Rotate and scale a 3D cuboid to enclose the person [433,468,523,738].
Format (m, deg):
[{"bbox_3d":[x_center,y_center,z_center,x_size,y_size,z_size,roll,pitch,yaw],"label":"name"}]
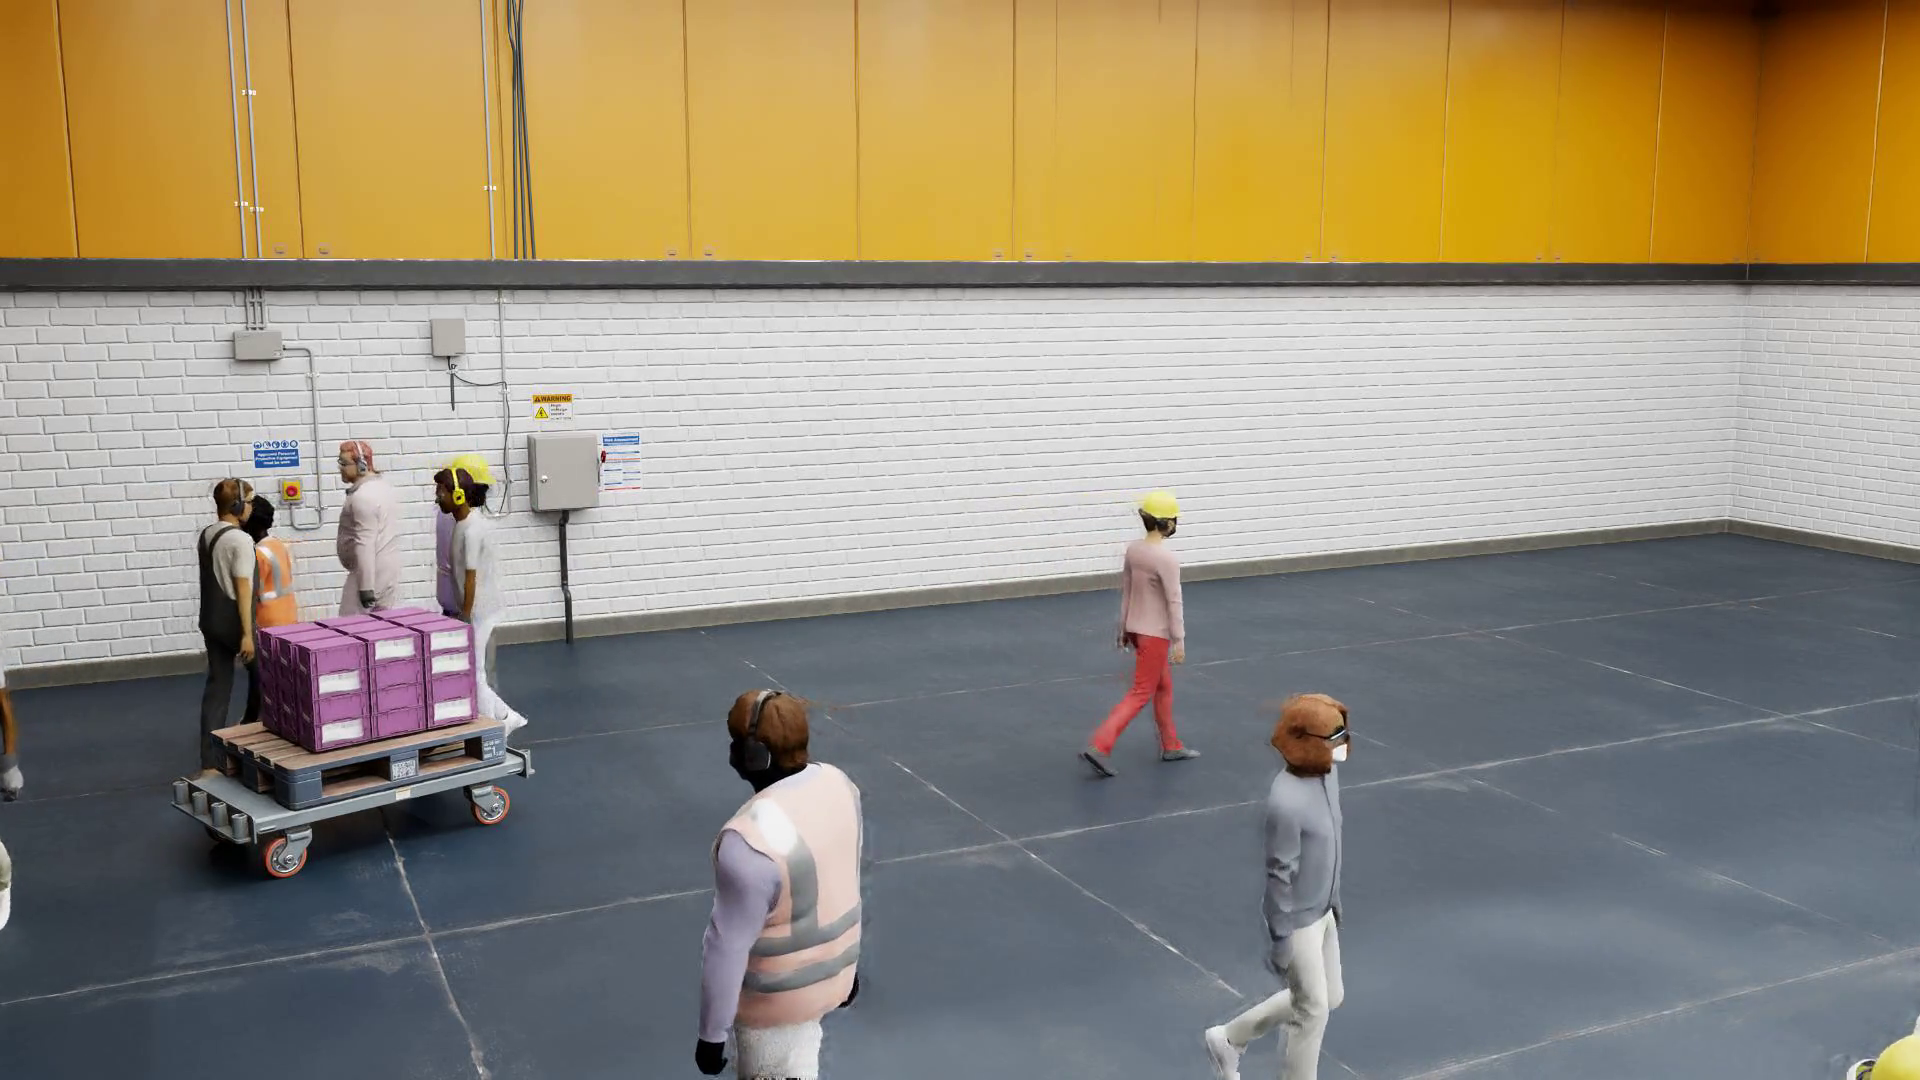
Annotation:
[{"bbox_3d":[-3.006,0.471,10.243,0.424,1.848,0.554,-4,10,-26],"label":"person"}]

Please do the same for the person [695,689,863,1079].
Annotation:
[{"bbox_3d":[-0.575,1.334,4.946,0.538,1.825,0.659,4,10,22],"label":"person"}]

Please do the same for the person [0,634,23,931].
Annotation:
[{"bbox_3d":[-4.389,0.958,7.263,0.524,1.844,0.838,-3,10,-19],"label":"person"}]

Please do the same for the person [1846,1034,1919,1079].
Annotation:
[{"bbox_3d":[1.571,1.682,2.935,0.946,1.776,0.612,5,10,28],"label":"person"}]

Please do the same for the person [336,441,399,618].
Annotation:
[{"bbox_3d":[-4.147,0.243,11.552,0.540,1.884,0.732,-1,9,-3],"label":"person"}]

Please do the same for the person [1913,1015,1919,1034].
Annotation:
[{"bbox_3d":[4.051,1.151,6.222,0.981,1.791,0.617,1,9,4],"label":"person"}]

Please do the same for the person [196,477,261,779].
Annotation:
[{"bbox_3d":[-4.269,0.528,10.021,0.534,1.803,0.882,6,11,34],"label":"person"}]

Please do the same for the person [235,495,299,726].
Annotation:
[{"bbox_3d":[-4.318,0.524,10.510,0.830,1.657,0.526,-2,9,-14],"label":"person"}]

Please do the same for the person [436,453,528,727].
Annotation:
[{"bbox_3d":[-3.252,0.378,10.717,0.849,1.892,0.601,-6,11,-32],"label":"person"}]

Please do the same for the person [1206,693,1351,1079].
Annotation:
[{"bbox_3d":[1.142,1.303,5.787,0.533,1.616,0.517,5,10,27],"label":"person"}]

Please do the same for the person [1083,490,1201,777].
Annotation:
[{"bbox_3d":[1.112,0.559,10.070,0.863,1.735,0.536,-4,10,-24],"label":"person"}]
